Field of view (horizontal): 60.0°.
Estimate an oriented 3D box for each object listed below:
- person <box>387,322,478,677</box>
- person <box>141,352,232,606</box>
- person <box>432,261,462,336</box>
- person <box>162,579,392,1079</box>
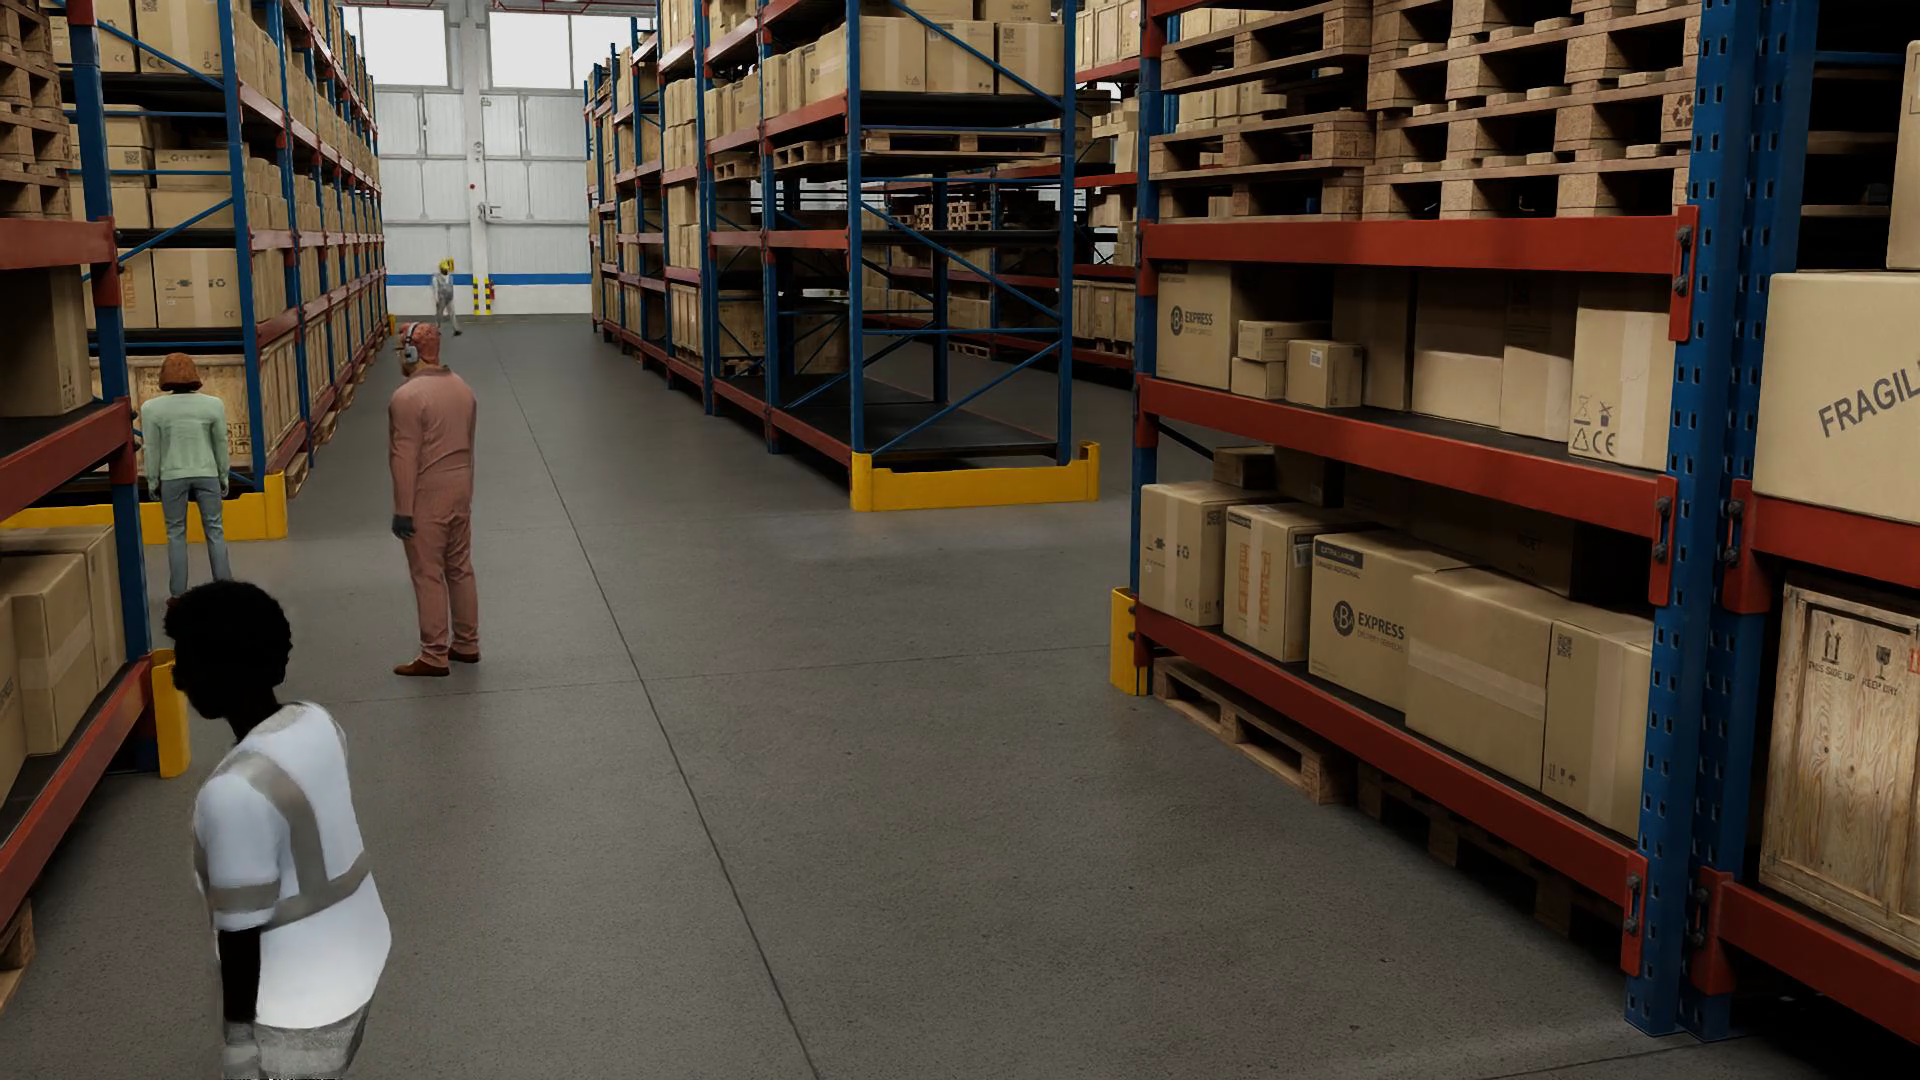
[{"bbox_3d":[-2.862,-0.220,8.981,0.399,1.900,0.645,3,11,15],"label":"person"},{"bbox_3d":[-4.904,-0.375,10.579,0.497,1.626,0.287,-6,12,-32],"label":"person"},{"bbox_3d":[-12.259,-5.730,39.496,0.941,1.786,0.611,8,13,38],"label":"person"},{"bbox_3d":[-1.362,0.907,3.377,0.368,1.681,0.556,-1,10,-5],"label":"person"}]
